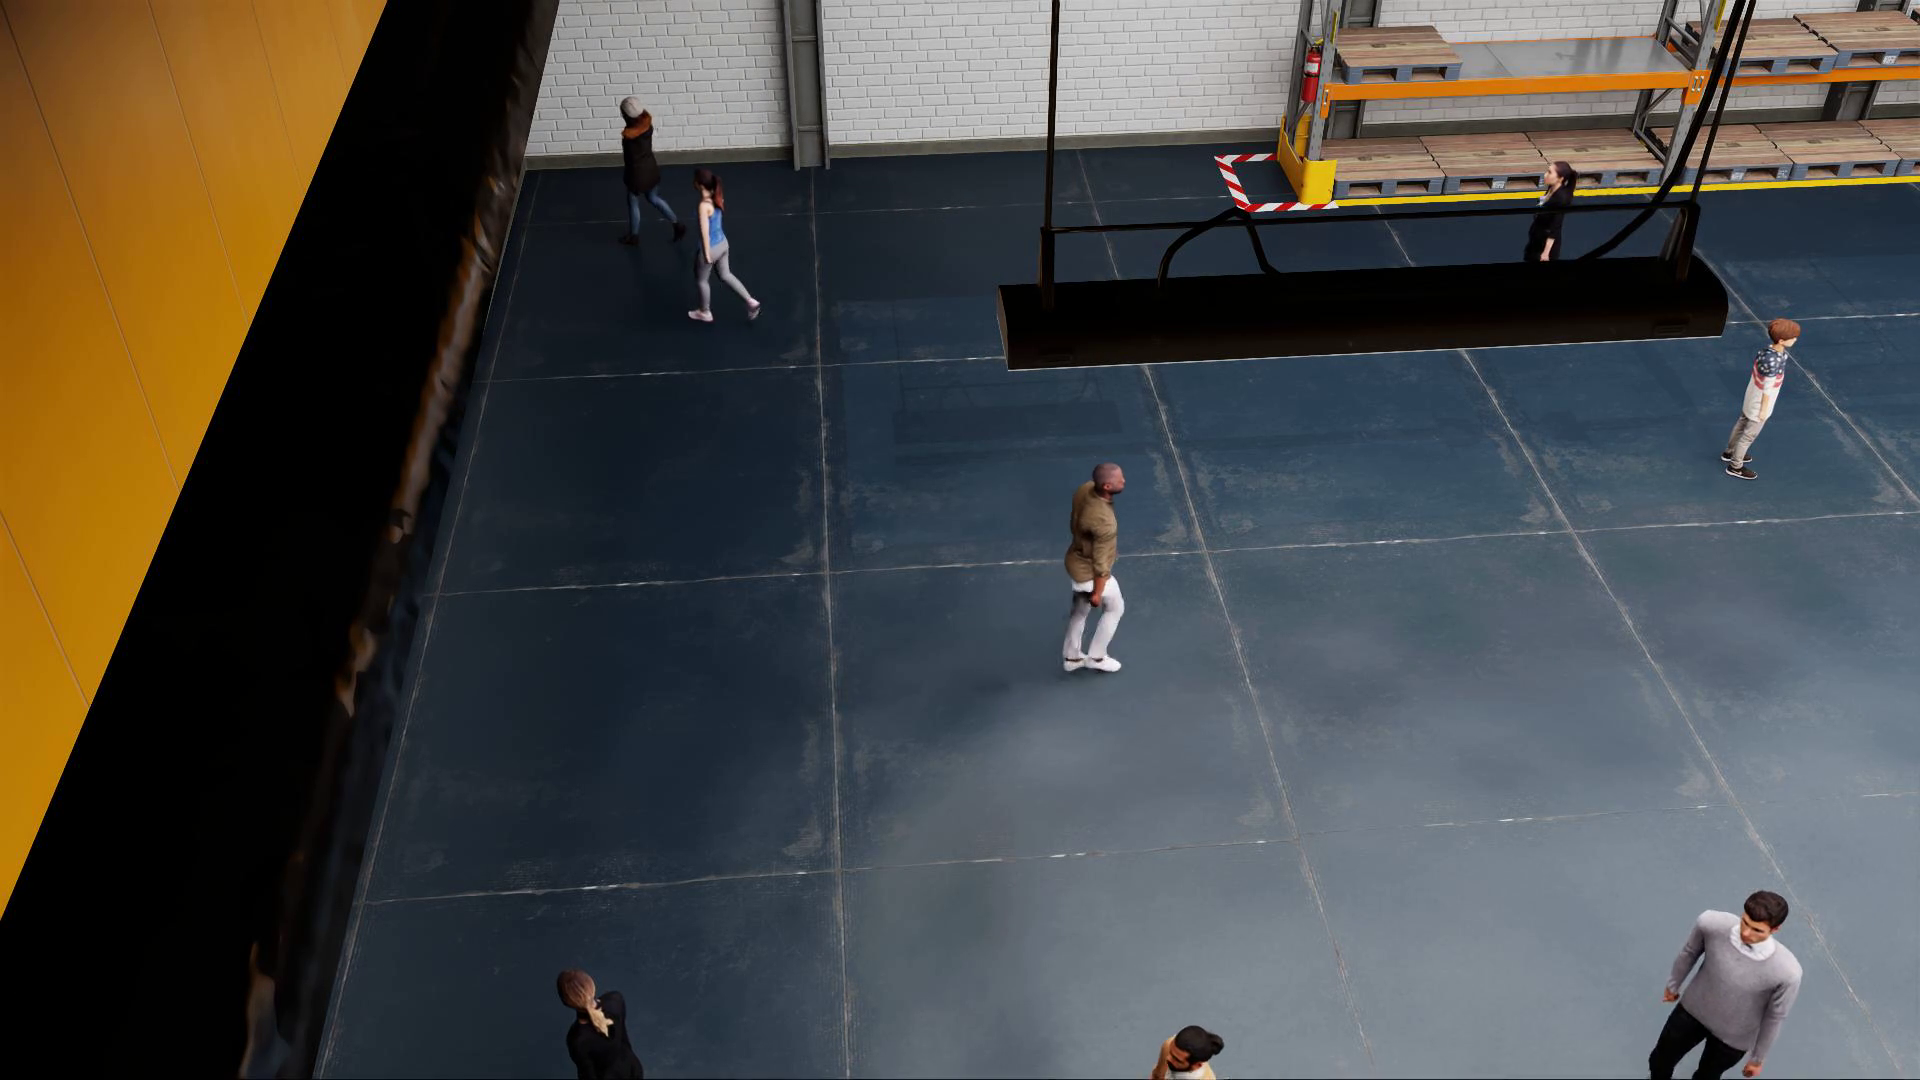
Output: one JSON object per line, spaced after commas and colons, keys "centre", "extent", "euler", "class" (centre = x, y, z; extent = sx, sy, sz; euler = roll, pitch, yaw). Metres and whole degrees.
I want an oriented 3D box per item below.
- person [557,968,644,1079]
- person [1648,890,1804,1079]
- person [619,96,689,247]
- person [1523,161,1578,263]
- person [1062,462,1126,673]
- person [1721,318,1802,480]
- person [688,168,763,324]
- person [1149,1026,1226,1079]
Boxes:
{"centre": [-1.787, 2.762, 8.446], "extent": [0.668, 1.768, 0.652], "euler": [15, 41, 18], "class": "person"}
{"centre": [4.024, 2.447, 8.727], "extent": [0.848, 1.909, 0.892], "euler": [30, 48, 32], "class": "person"}
{"centre": [-3.124, -3.668, 16.618], "extent": [1.072, 1.617, 0.889], "euler": [11, 40, 14], "class": "person"}
{"centre": [5.494, -2.720, 15.411], "extent": [0.951, 1.643, 0.663], "euler": [2, 39, 2], "class": "person"}
{"centre": [0.843, 0.222, 11.593], "extent": [0.784, 1.809, 0.796], "euler": [-12, 40, -14], "class": "person"}
{"centre": [6.574, -1.187, 13.654], "extent": [0.555, 1.439, 0.568], "euler": [7, 39, 9], "class": "person"}
{"centre": [-2.230, -2.699, 15.428], "extent": [1.054, 1.588, 0.874], "euler": [16, 41, 19], "class": "person"}
{"centre": [1.102, 2.948, 8.223], "extent": [0.681, 1.754, 0.719], "euler": [-11, 40, -13], "class": "person"}
